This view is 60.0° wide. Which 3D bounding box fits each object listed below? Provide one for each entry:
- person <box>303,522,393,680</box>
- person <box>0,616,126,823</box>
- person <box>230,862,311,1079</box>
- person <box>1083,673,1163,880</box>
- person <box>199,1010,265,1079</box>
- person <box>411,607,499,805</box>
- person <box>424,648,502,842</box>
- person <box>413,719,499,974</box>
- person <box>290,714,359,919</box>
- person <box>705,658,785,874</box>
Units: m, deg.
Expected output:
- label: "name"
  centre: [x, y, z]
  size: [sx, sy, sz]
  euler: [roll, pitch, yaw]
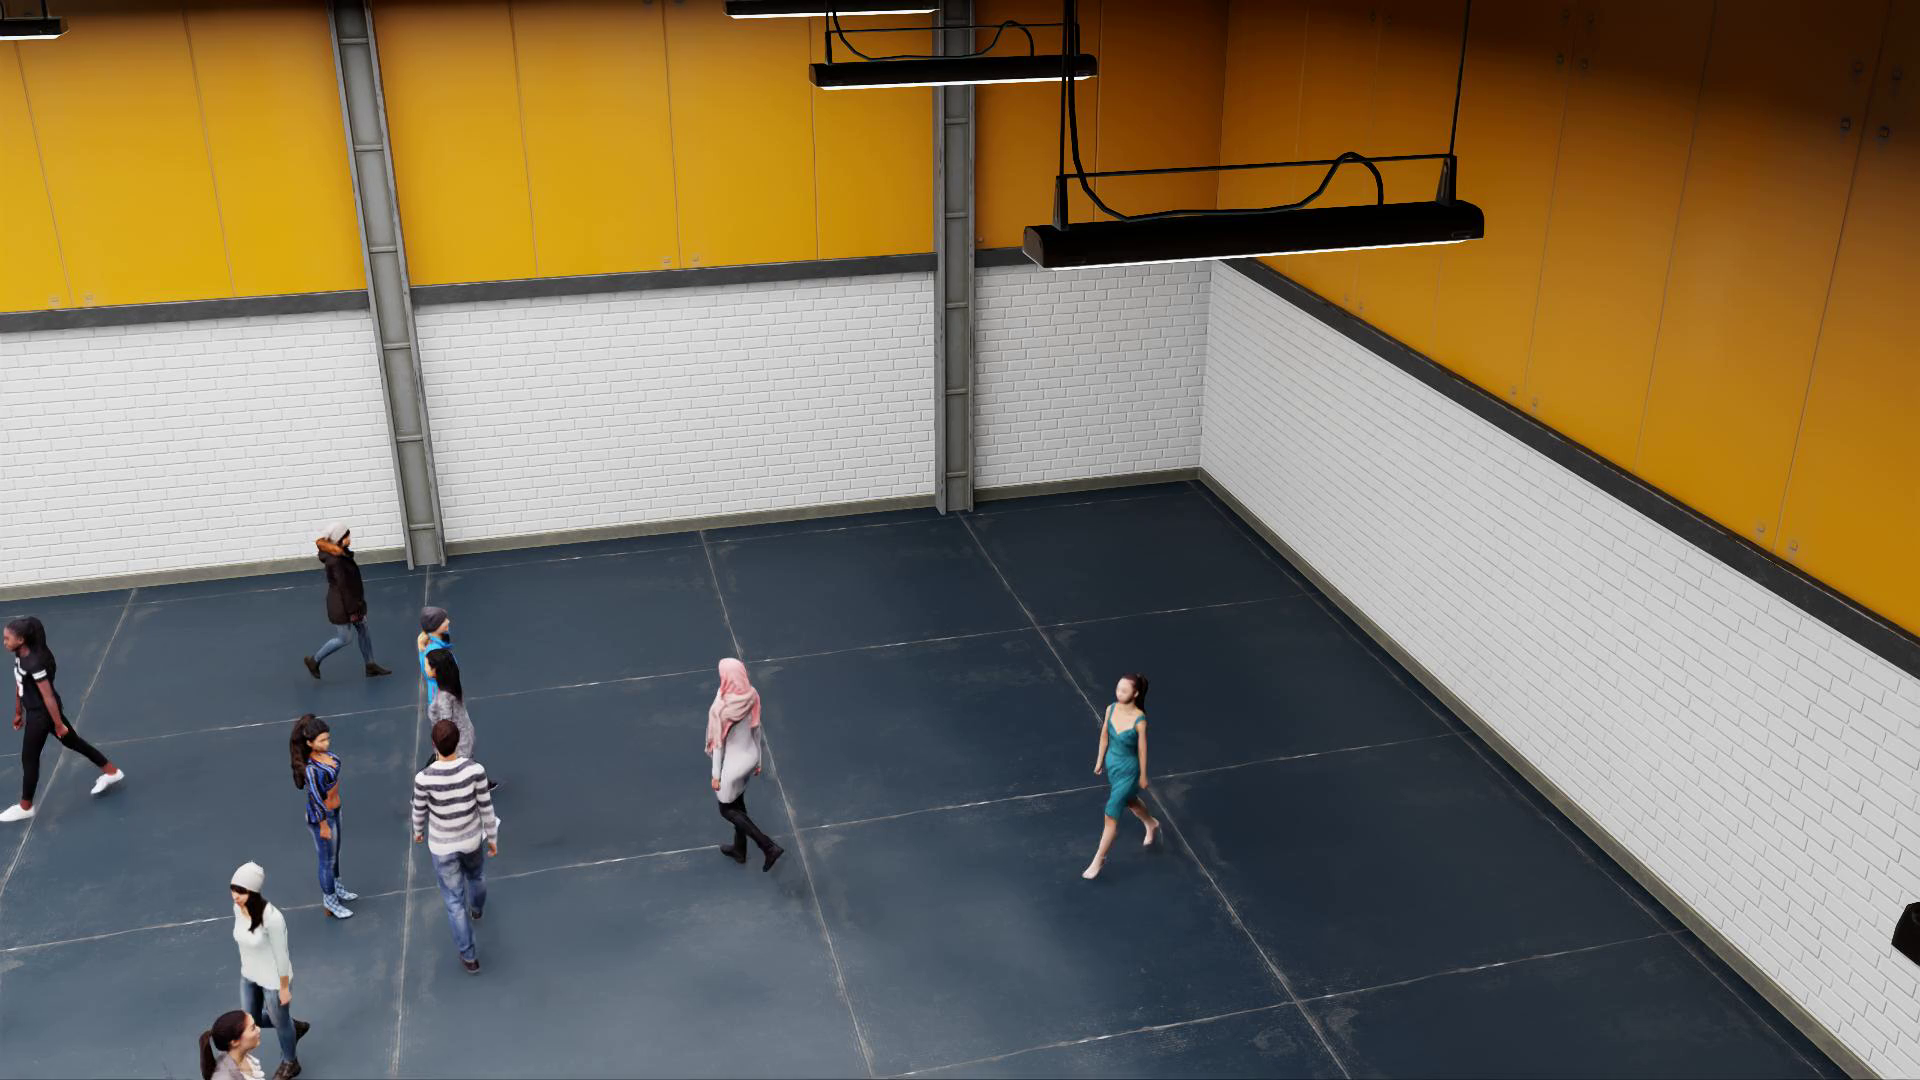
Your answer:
- label: "person"
  centre: [-5.796, 0.607, 15.463]
  size: [1.018, 1.611, 0.695]
  euler: [-4, 24, -8]
- label: "person"
  centre: [-7.348, 1.410, 13.535]
  size: [1.277, 1.684, 0.909]
  euler: [-17, 29, -34]
- label: "person"
  centre: [-4.350, 2.724, 10.587]
  size: [0.747, 1.639, 0.805]
  euler: [10, 26, 22]
- label: "person"
  centre: [1.308, 1.767, 12.766]
  size: [1.120, 1.646, 0.834]
  euler: [-18, 29, -35]
- label: "person"
  centre: [-4.030, 3.340, 9.165]
  size: [0.833, 1.648, 0.676]
  euler: [-1, 24, -3]
- label: "person"
  centre: [-4.241, 1.372, 13.495]
  size: [0.954, 1.786, 0.682]
  euler: [-8, 25, -18]
- label: "person"
  centre: [-3.847, 1.636, 12.976]
  size: [0.769, 1.718, 0.692]
  euler: [-2, 24, -5]
- label: "person"
  centre: [-3.497, 2.177, 11.624]
  size: [1.098, 1.811, 0.908]
  euler: [-13, 27, -28]
- label: "person"
  centre: [-4.660, 2.022, 12.219]
  size: [0.593, 1.618, 0.633]
  euler: [-2, 24, -5]
- label: "person"
  centre: [-1.630, 1.752, 12.623]
  size: [1.004, 1.788, 0.980]
  euler: [16, 29, 33]
